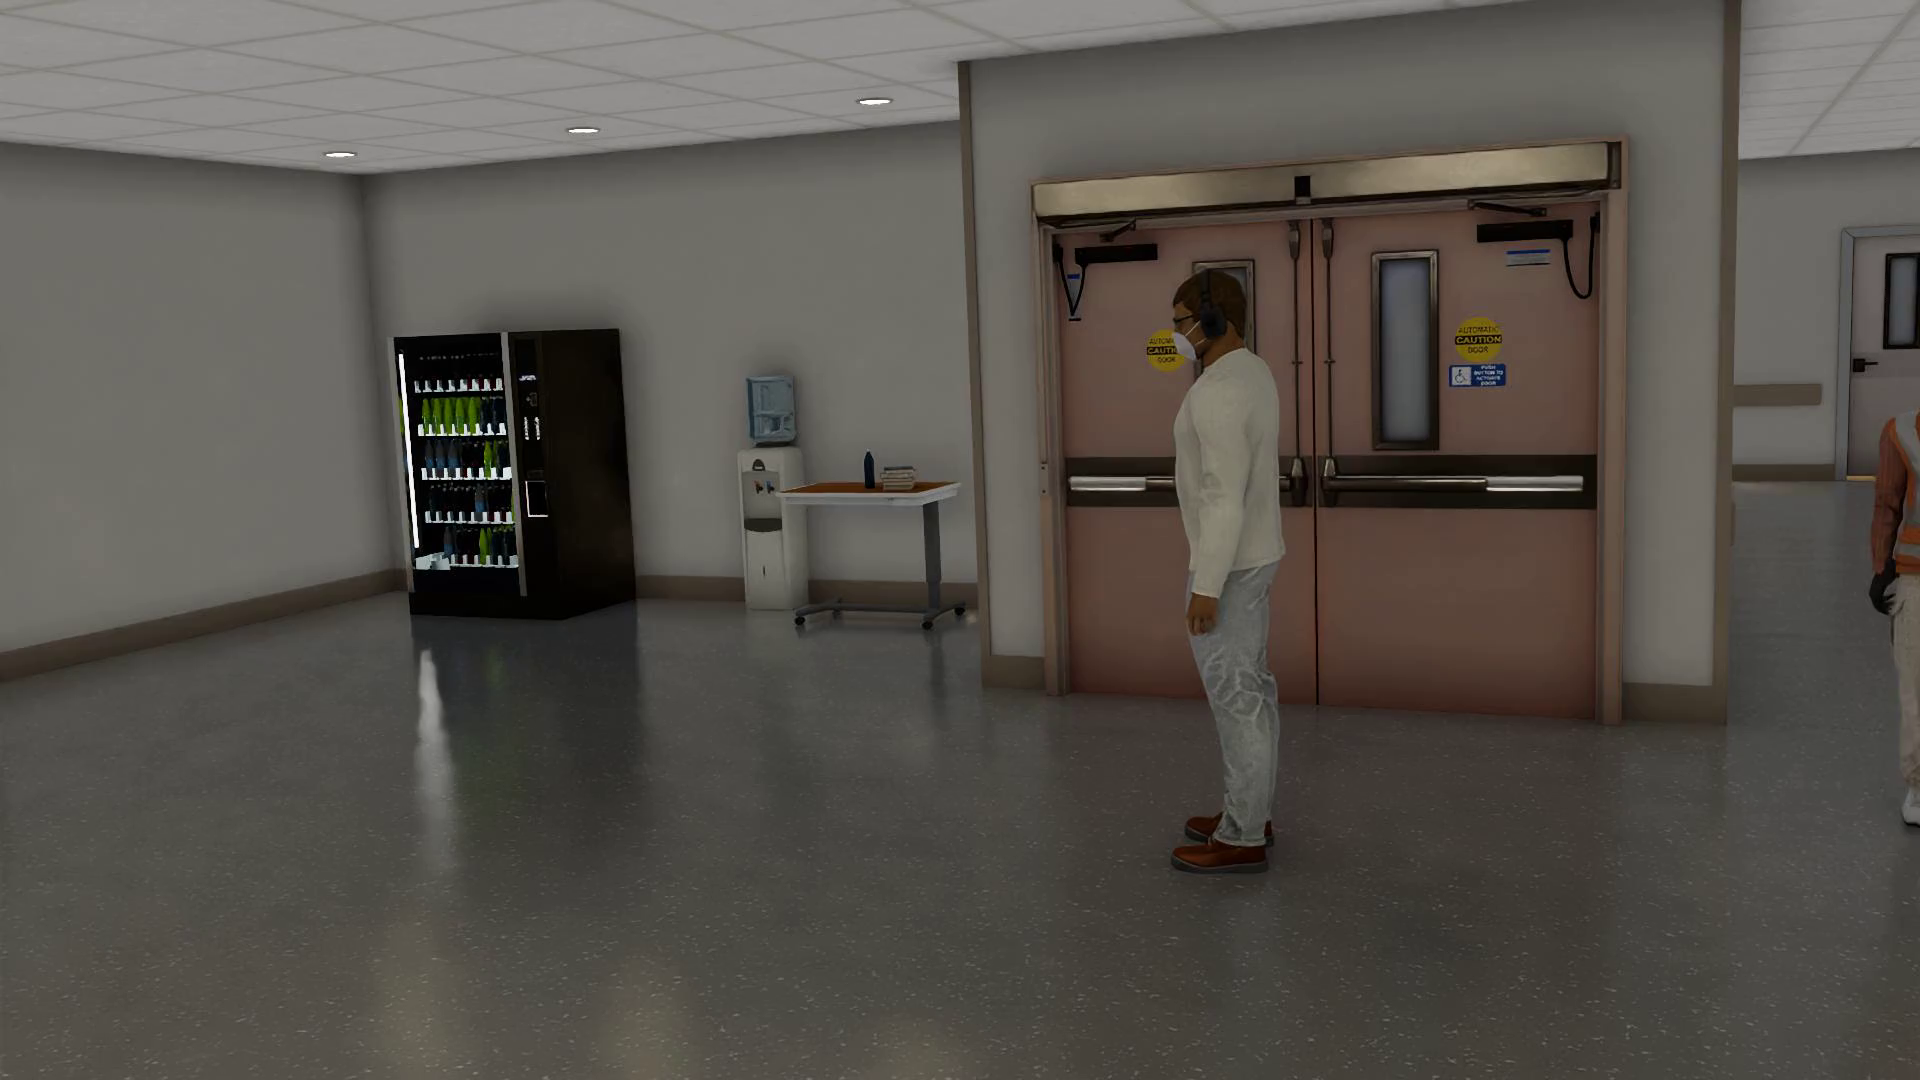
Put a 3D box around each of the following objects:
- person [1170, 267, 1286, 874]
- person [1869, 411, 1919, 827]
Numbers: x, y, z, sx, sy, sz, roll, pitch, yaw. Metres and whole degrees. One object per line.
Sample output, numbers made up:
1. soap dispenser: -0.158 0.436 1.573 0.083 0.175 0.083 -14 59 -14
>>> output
1. person: 0.852 0.100 5.351 0.373 1.936 0.629 0 8 19
2. person: 3.283 0.142 5.443 0.537 1.614 0.578 2 8 28
